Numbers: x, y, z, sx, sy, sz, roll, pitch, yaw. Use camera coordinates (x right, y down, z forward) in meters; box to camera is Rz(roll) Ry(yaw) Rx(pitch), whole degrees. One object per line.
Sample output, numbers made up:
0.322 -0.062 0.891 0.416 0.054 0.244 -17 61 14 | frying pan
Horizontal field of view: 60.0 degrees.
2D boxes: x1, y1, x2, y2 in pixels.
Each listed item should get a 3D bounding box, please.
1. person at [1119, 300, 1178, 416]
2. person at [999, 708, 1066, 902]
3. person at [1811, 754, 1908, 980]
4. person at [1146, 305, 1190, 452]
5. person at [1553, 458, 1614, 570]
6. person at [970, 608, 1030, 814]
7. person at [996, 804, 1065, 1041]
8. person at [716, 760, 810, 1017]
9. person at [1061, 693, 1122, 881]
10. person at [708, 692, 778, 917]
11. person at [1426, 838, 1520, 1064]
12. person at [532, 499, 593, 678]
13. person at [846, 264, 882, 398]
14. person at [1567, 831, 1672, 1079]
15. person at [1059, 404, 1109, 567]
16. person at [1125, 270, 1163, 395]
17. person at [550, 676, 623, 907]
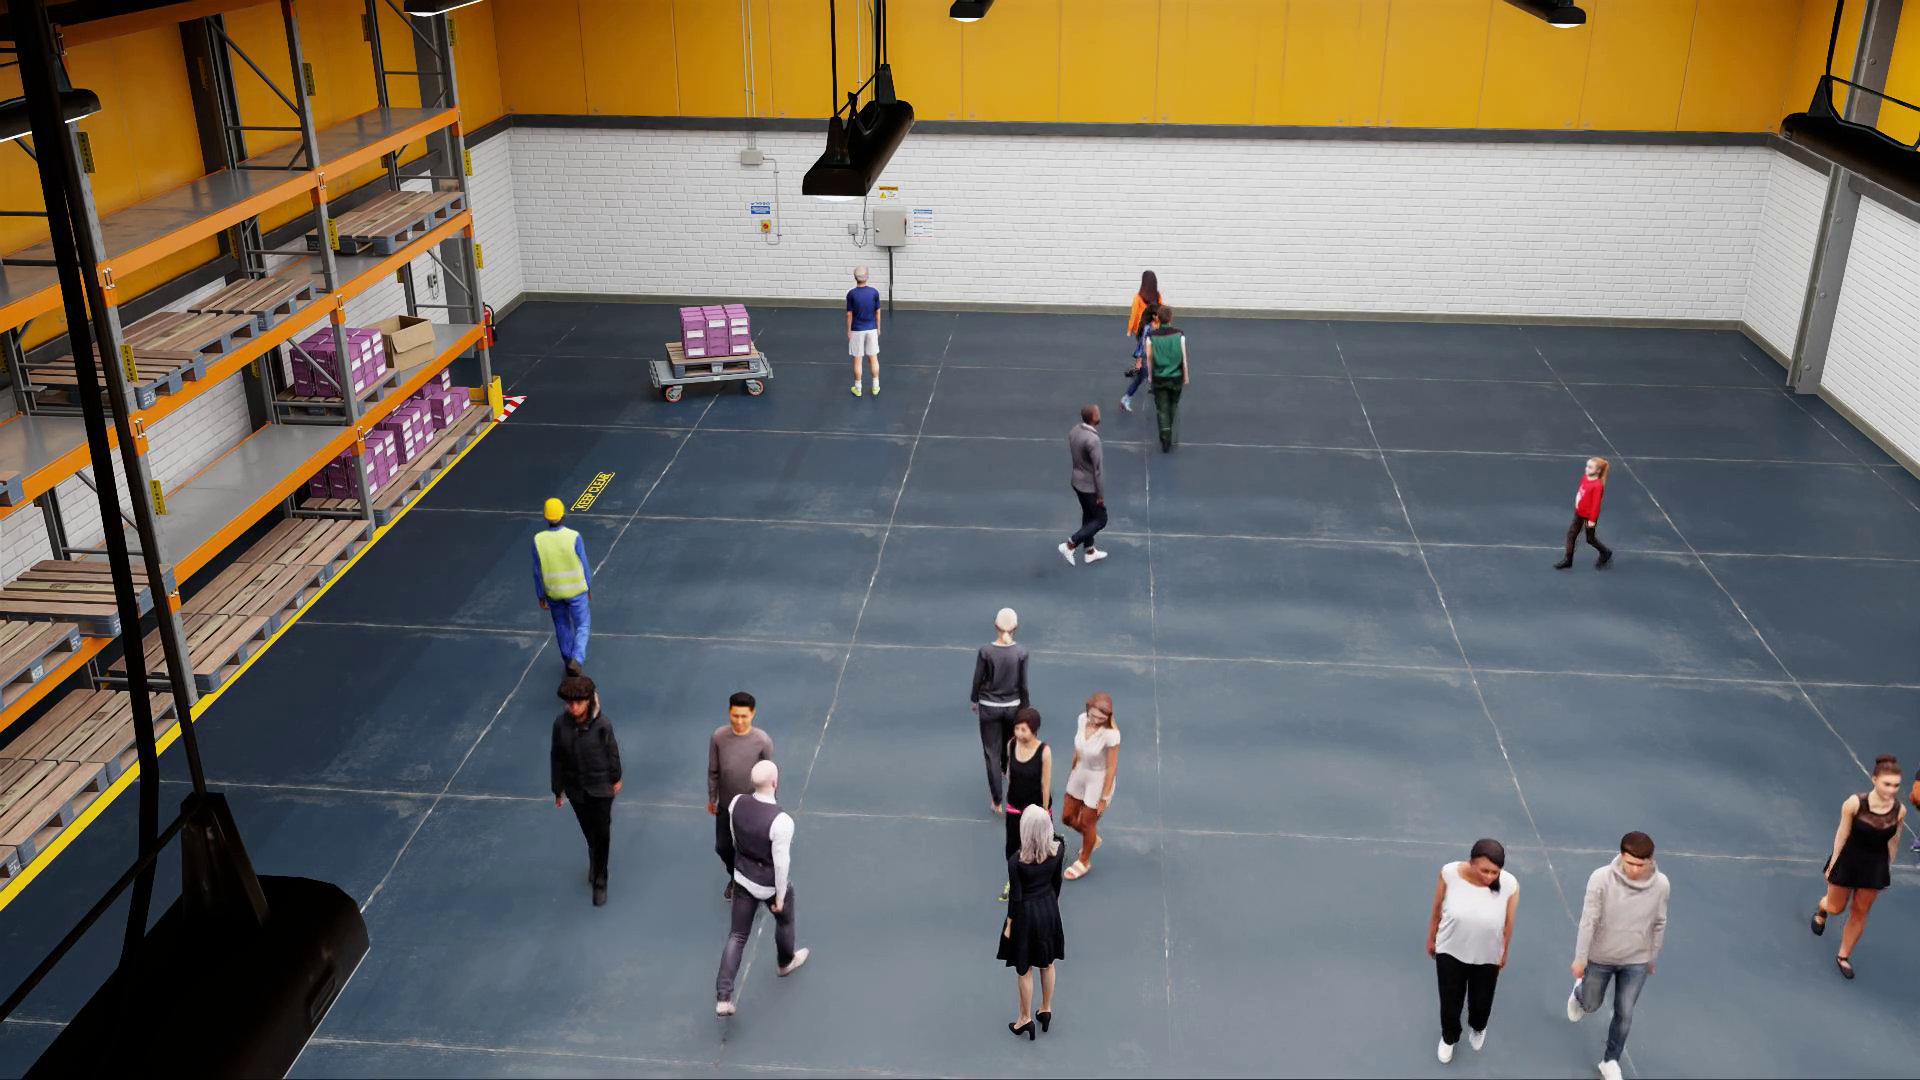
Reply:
2.433 -2.396 22.190 0.971 1.575 1.108 13 27 27 | person
0.562 1.916 12.381 0.793 1.529 1.032 13 27 27 | person
6.217 2.212 11.534 0.612 1.666 0.785 4 24 10 | person
2.615 -2.002 21.025 0.750 1.785 1.092 2 24 4 | person
6.725 -0.270 17.713 0.736 1.264 0.865 -6 24 -13 | person
0.328 1.386 13.391 0.748 1.691 1.129 -2 24 -4 | person
0.476 2.476 10.829 0.704 1.746 0.744 -14 27 -29 | person
-1.373 2.352 11.070 1.052 1.781 1.344 12 26 25 | person
1.054 1.814 12.450 0.840 1.661 0.781 -16 28 -32 | person
-1.578 1.880 12.172 0.669 1.763 0.718 2 24 5 | person
3.287 2.581 10.680 0.758 1.673 0.770 11 26 23 | person
-3.629 0.500 15.285 0.759 1.797 1.002 -2 24 -5 | person
-1.333 -2.911 23.037 0.706 1.839 0.677 -6 24 -14 | person
4.120 2.564 10.522 0.681 1.832 0.985 1 24 2 | person
1.306 -0.556 17.690 1.001 1.806 0.964 -9 25 -21 | person
2.634 -2.839 23.050 1.072 1.697 1.203 -15 28 -30 | person
-2.765 1.768 12.442 0.667 1.752 0.897 1 24 2 | person
